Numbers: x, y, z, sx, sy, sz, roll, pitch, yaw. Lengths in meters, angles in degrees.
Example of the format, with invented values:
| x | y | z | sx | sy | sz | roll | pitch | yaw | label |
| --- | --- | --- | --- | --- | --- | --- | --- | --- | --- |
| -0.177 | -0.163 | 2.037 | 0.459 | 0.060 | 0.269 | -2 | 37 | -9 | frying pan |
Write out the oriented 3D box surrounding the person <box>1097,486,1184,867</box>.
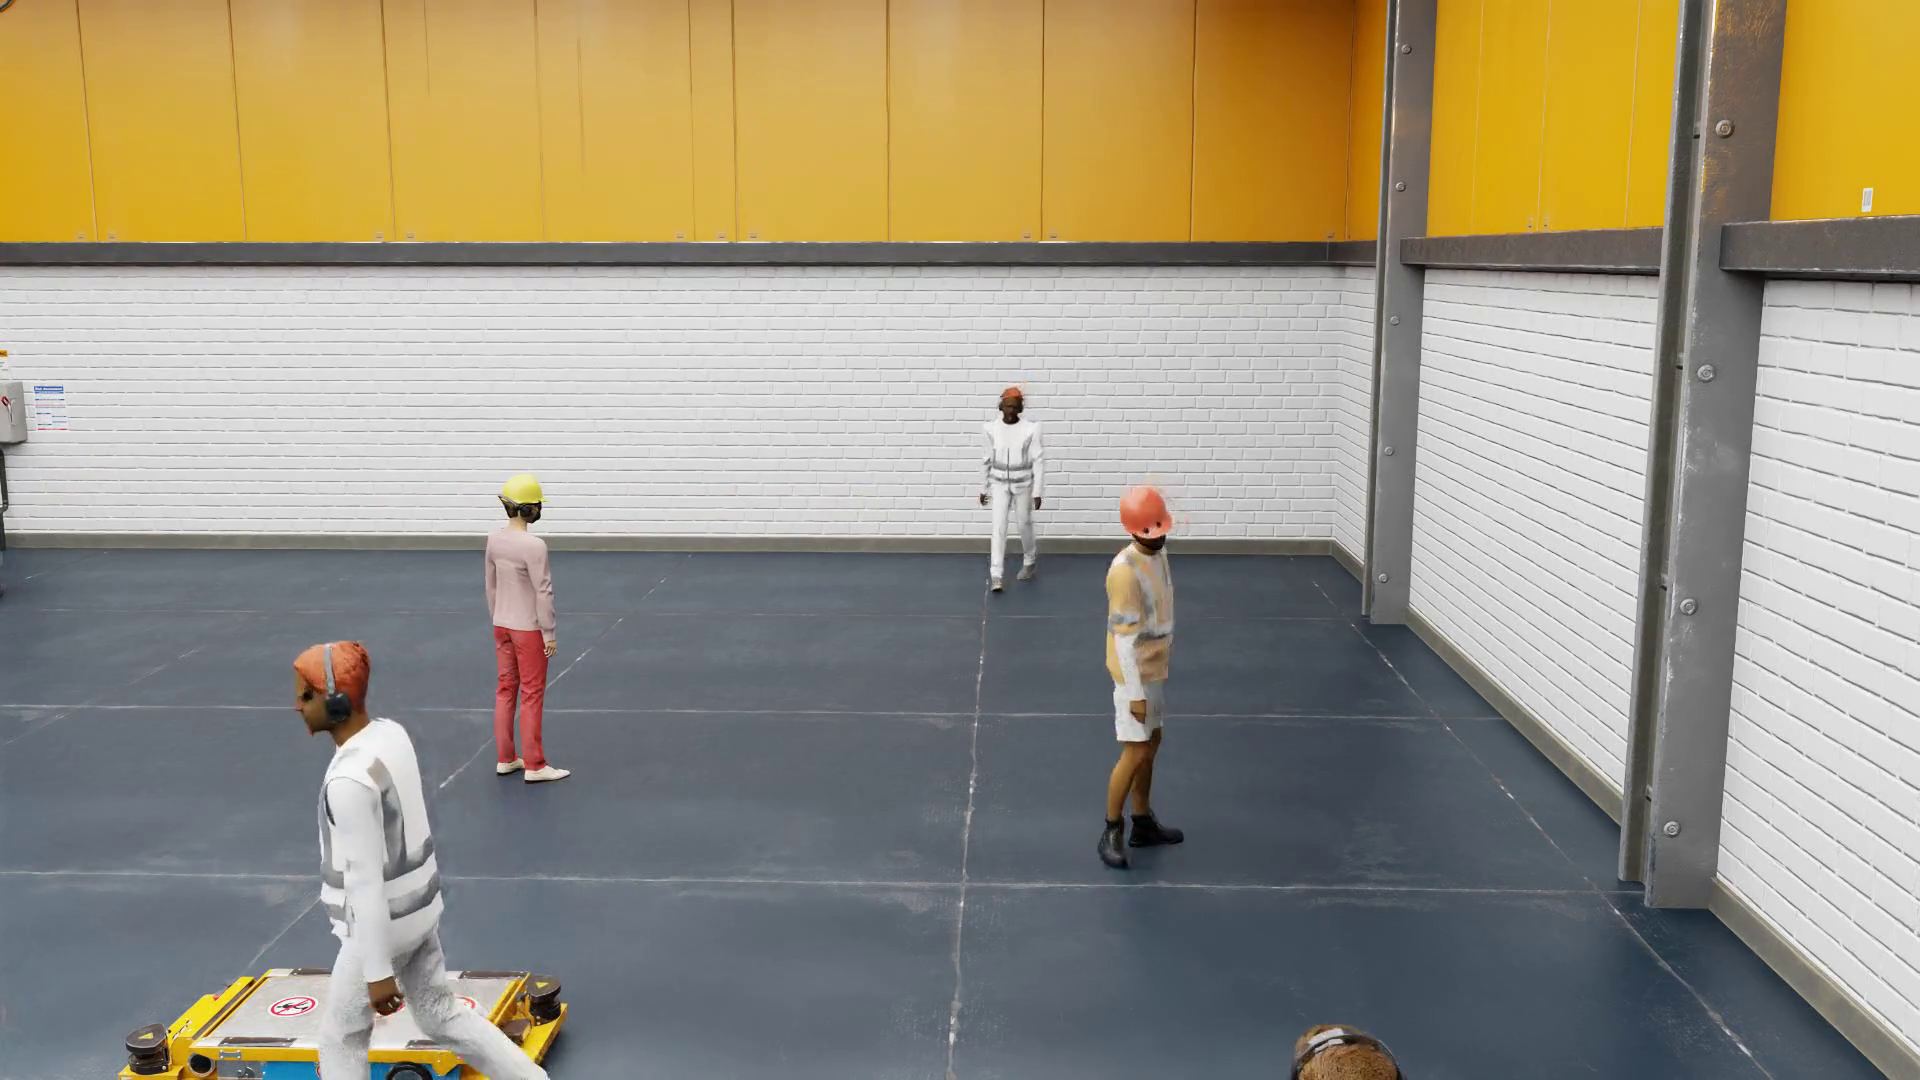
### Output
| x | y | z | sx | sy | sz | roll | pitch | yaw | label |
| --- | --- | --- | --- | --- | --- | --- | --- | --- | --- |
| 0.883 | 0.659 | 8.234 | 0.387 | 1.893 | 0.636 | 4 | 10 | 22 | person |

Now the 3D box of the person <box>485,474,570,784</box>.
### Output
| x | y | z | sx | sy | sz | roll | pitch | yaw | label |
| --- | --- | --- | --- | --- | --- | --- | --- | --- | --- |
| -2.483 | 0.500 | 9.516 | 0.533 | 1.767 | 0.327 | 8 | 12 | 39 | person |

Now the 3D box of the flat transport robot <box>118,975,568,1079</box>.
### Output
| x | y | z | sx | sy | sz | roll | pitch | yaw | label |
| --- | --- | --- | --- | --- | --- | --- | --- | --- | --- |
| -2.249 | 1.820 | 6.161 | 1.431 | 0.197 | 0.652 | 0 | 10 | 2 | flat transport robot |

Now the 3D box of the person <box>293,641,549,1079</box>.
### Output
| x | y | z | sx | sy | sz | roll | pitch | yaw | label |
| --- | --- | --- | --- | --- | --- | --- | --- | --- | --- |
| -1.696 | 1.203 | 5.223 | 0.898 | 1.847 | 0.601 | -1 | 10 | -3 | person |

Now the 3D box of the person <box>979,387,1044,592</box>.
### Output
| x | y | z | sx | sy | sz | roll | pitch | yaw | label |
| --- | --- | --- | --- | --- | --- | --- | --- | --- | --- |
| 0.475 | -0.480 | 15.087 | 0.630 | 1.837 | 0.998 | 2 | 10 | 14 | person |

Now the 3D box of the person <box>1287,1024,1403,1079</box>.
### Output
| x | y | z | sx | sy | sz | roll | pitch | yaw | label |
| --- | --- | --- | --- | --- | --- | --- | --- | --- | --- |
| 0.601 | 1.642 | 2.639 | 0.548 | 1.832 | 0.404 | -1 | 10 | -5 | person |
